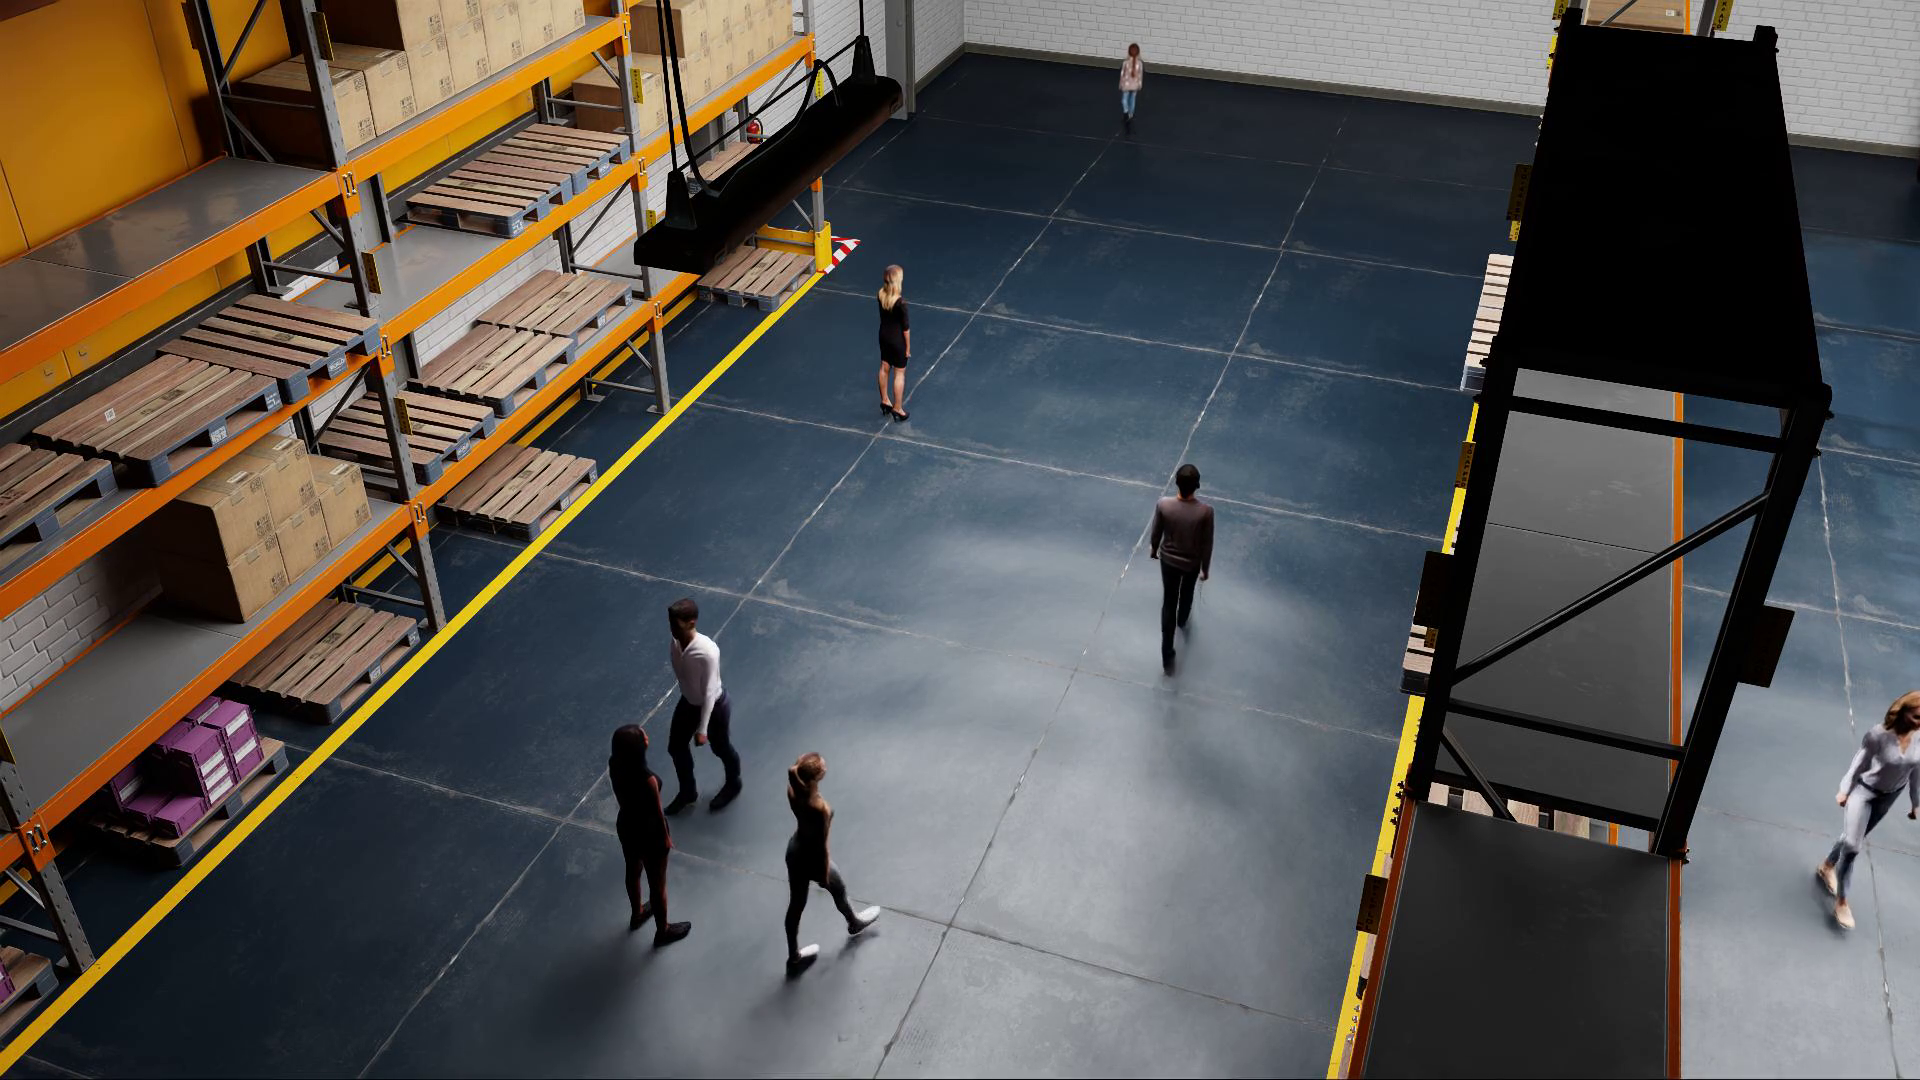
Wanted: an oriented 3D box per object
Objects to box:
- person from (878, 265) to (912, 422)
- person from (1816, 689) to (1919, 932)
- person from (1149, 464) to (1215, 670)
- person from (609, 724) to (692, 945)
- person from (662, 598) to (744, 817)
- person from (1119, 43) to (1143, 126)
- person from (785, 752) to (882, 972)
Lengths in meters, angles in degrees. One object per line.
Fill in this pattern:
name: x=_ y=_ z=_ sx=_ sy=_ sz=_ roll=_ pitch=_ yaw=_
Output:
person: x=-0.679 y=-1.995 z=16.771 sx=0.606 sy=1.674 sz=0.601 roll=28 pitch=43 yaw=35
person: x=6.098 y=1.670 z=11.163 sx=0.797 sy=1.777 sz=0.973 roll=1 pitch=34 yaw=2
person: x=1.746 y=0.233 z=13.373 sx=1.137 sy=1.723 sz=0.757 roll=11 pitch=35 yaw=16
person: x=-2.073 y=1.896 z=10.855 sx=0.661 sy=1.740 sz=0.627 roll=26 pitch=41 yaw=33
person: x=-1.754 y=1.138 z=11.899 sx=0.820 sy=1.848 sz=0.966 roll=24 pitch=40 yaw=31
person: x=2.476 y=-6.589 z=24.120 sx=0.590 sy=1.188 sz=0.636 roll=-3 pitch=34 yaw=-4
person: x=-1.028 y=2.086 z=10.630 sx=1.051 sy=1.674 sz=0.831 roll=-29 pitch=43 yaw=-36
